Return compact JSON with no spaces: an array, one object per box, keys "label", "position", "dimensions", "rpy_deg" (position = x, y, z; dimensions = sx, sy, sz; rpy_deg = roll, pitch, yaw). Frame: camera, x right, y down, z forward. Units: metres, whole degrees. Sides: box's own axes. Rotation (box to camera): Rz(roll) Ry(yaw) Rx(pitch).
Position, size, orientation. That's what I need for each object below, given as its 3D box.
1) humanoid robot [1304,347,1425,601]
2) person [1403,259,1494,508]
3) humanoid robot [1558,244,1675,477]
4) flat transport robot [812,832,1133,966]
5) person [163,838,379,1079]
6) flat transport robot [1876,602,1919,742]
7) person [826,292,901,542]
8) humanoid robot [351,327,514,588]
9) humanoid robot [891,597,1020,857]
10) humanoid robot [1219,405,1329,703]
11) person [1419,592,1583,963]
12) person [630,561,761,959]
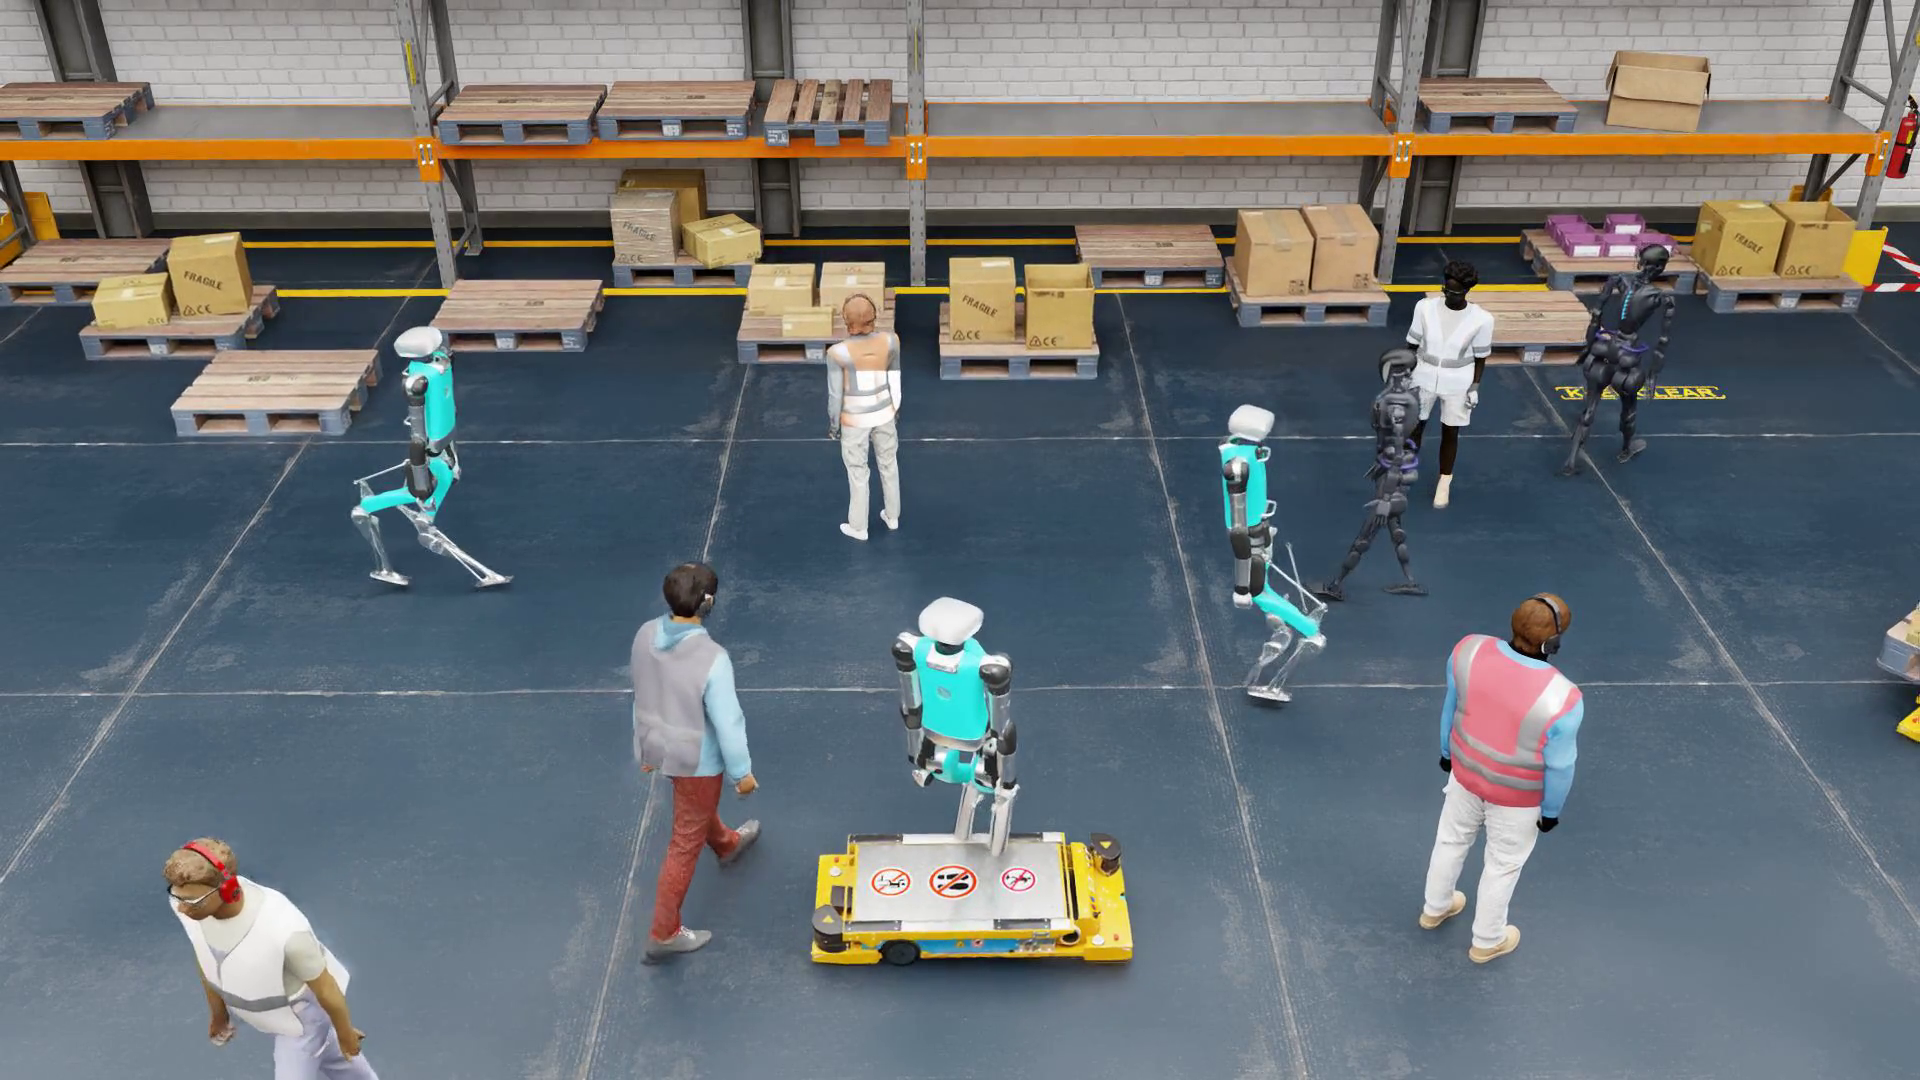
[{"label":"humanoid robot","position":[2.463,-0.376,9.702],"dimensions":[0.752,1.625,0.608],"rpy_deg":[4,31,6]},{"label":"person","position":[3.096,-1.008,10.703],"dimensions":[0.529,1.693,0.321],"rpy_deg":[15,34,23]},{"label":"humanoid robot","position":[4.404,-1.208,11.102],"dimensions":[0.766,1.629,0.611],"rpy_deg":[-22,38,-32]},{"label":"flat transport robot","position":[0.050,1.649,7.665],"dimensions":[1.431,0.231,0.659],"rpy_deg":[-1,31,-1]},{"label":"person","position":[-2.499,1.751,6.018],"dimensions":[0.562,1.788,0.899],"rpy_deg":[18,35,27]},{"label":"flat transport robot","position":[5.740,0.861,8.978],"dimensions":[1.431,0.231,0.659],"rpy_deg":[-22,38,-32]},{"label":"person","position":[-0.587,-0.752,10.332],"dimensions":[0.514,1.636,0.313],"rpy_deg":[-17,35,-26]},{"label":"humanoid robot","position":[-3.243,-0.416,9.730],"dimensions":[1.057,1.761,0.535],"rpy_deg":[3,31,5]},{"label":"humanoid robot","position":[0.070,0.904,7.431],"dimensions":[0.531,1.728,0.750],"rpy_deg":[13,33,20]},{"label":"humanoid robot","position":[1.695,0.194,8.739],"dimensions":[0.784,1.860,0.534],"rpy_deg":[9,32,15]},{"label":"person","position":[2.346,1.022,7.199],"dimensions":[0.431,1.836,0.628],"rpy_deg":[-23,38,-34]},{"label":"person","position":[-1.173,0.937,7.342],"dimensions":[0.576,1.828,0.929],"rpy_deg":[22,37,32]}]
